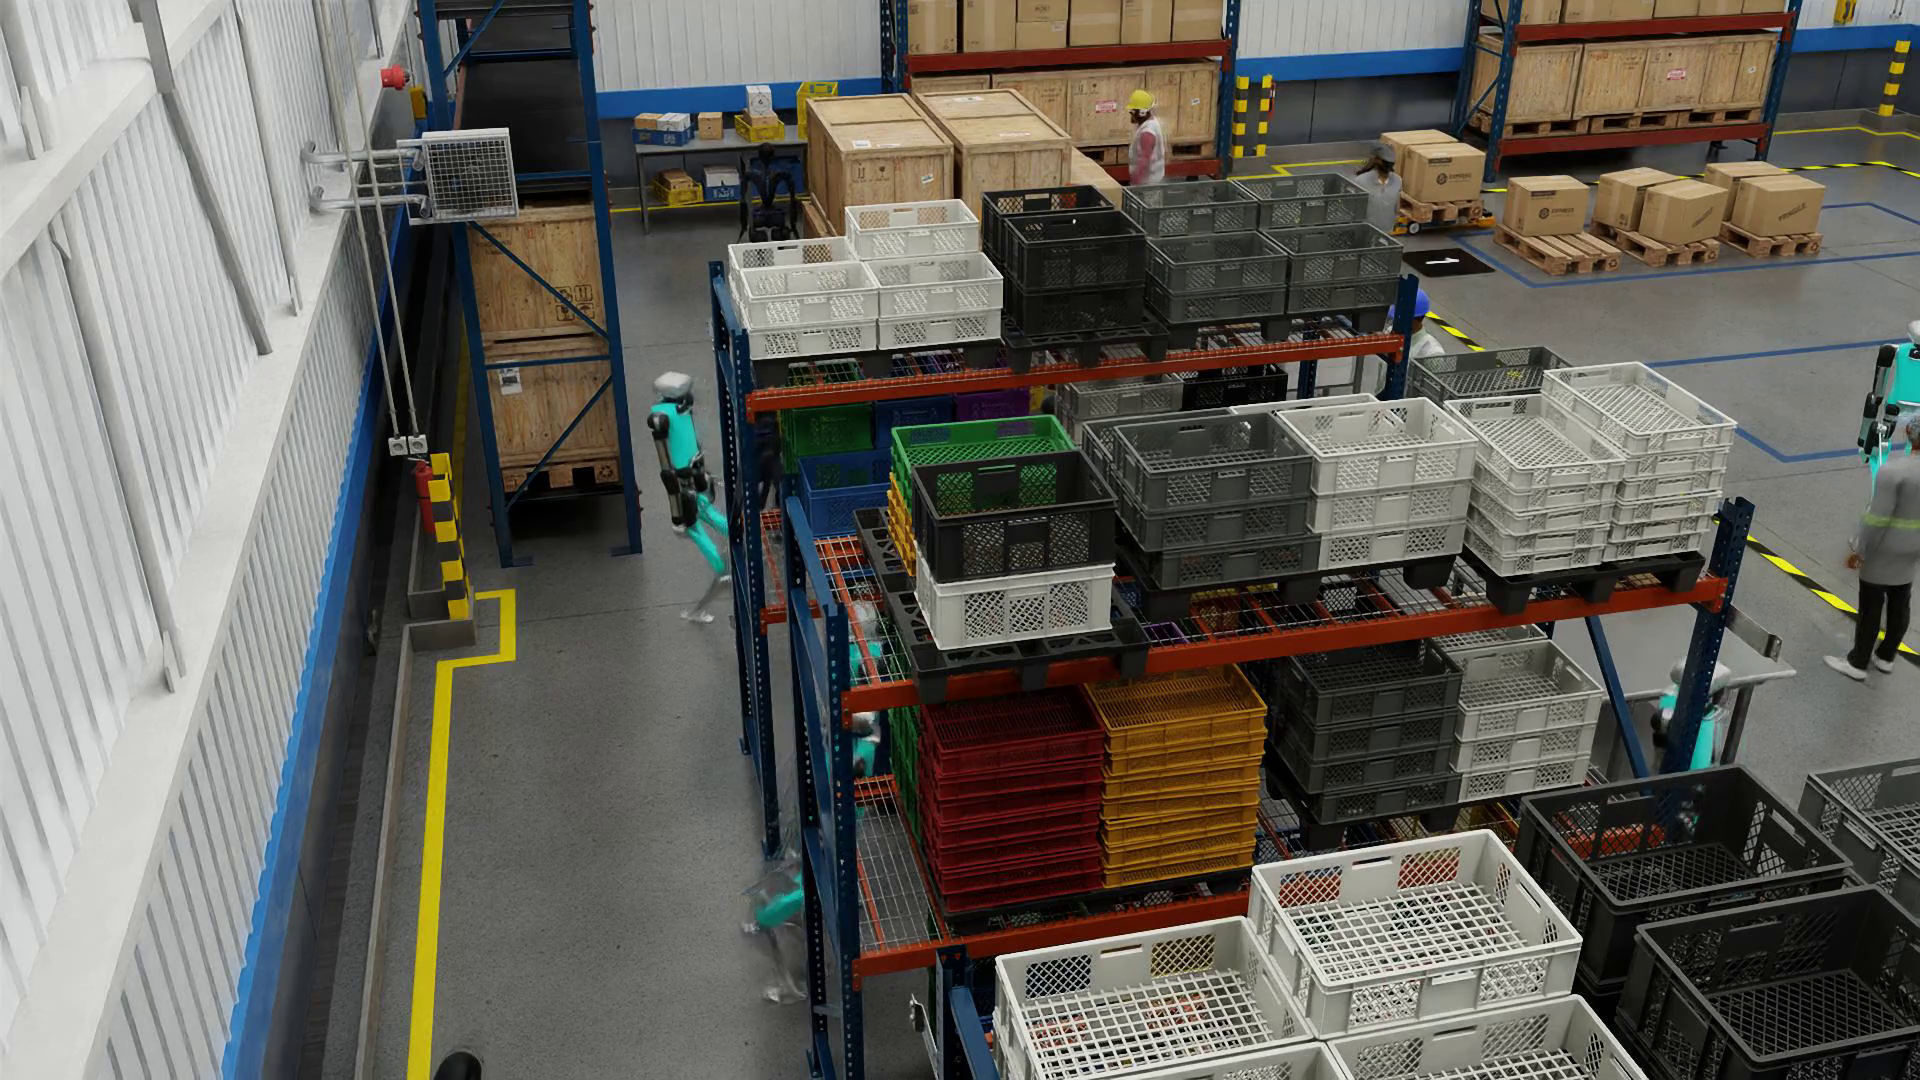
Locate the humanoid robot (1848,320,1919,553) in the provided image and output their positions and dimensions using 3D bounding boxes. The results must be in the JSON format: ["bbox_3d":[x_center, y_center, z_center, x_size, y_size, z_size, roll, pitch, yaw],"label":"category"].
[{"bbox_3d":[6.519,-0.636,11.535,0.533,1.677,0.735,13,30,23],"label":"humanoid robot"}]

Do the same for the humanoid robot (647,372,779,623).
[{"bbox_3d":[-1.517,-0.209,10.906,0.954,1.794,0.561,6,28,11],"label":"humanoid robot"}]

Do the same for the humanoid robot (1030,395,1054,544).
[{"bbox_3d":[0.505,-0.158,10.834,0.597,1.634,0.405,14,31,24],"label":"humanoid robot"}]

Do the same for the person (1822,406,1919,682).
[{"bbox_3d":[5.792,0.006,10.337,0.596,1.850,0.395,-8,29,-15],"label":"person"}]

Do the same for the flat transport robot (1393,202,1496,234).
[{"bbox_3d":[5.362,-3.753,19.137,1.431,0.197,0.652,-7,29,-14],"label":"flat transport robot"}]

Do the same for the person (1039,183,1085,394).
[{"bbox_3d":[0.951,-2.155,14.400,0.573,1.886,0.355,12,30,21],"label":"person"}]

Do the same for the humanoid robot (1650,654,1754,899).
[{"bbox_3d":[3.597,1.453,7.796,0.531,1.777,1.029,-24,36,-38],"label":"humanoid robot"}]

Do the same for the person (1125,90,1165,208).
[{"bbox_3d":[1.907,-3.912,17.827,0.770,1.797,0.657,3,28,6],"label":"person"}]

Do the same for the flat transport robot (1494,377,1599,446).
[{"bbox_3d":[4.780,-1.036,14.013,0.659,0.231,1.431,-6,28,-12],"label":"flat transport robot"}]

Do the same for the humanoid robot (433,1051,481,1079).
[{"bbox_3d":[-1.634,2.475,5.846,0.611,1.646,0.567,-3,28,-6],"label":"humanoid robot"}]

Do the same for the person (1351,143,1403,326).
[{"bbox_3d":[4.013,-3.000,16.174,0.564,1.723,0.884,-5,28,-9],"label":"person"}]

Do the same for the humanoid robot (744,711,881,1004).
[{"bbox_3d":[-0.732,1.470,7.705,0.742,1.800,0.551,0,28,0],"label":"humanoid robot"}]

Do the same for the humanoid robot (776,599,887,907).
[{"bbox_3d":[-0.682,1.159,8.290,0.689,1.794,0.545,-10,29,-18],"label":"humanoid robot"}]

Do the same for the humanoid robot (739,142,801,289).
[{"bbox_3d":[-1.888,-3.110,16.480,0.612,1.655,0.666,-4,28,-8],"label":"humanoid robot"}]

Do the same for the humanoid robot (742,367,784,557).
[{"bbox_3d":[-1.387,-0.678,11.832,0.576,1.632,0.606,-10,29,-18],"label":"humanoid robot"}]

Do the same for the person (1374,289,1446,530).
[{"bbox_3d":[3.171,-0.891,11.949,0.422,1.939,0.606,-11,30,-20],"label":"person"}]
